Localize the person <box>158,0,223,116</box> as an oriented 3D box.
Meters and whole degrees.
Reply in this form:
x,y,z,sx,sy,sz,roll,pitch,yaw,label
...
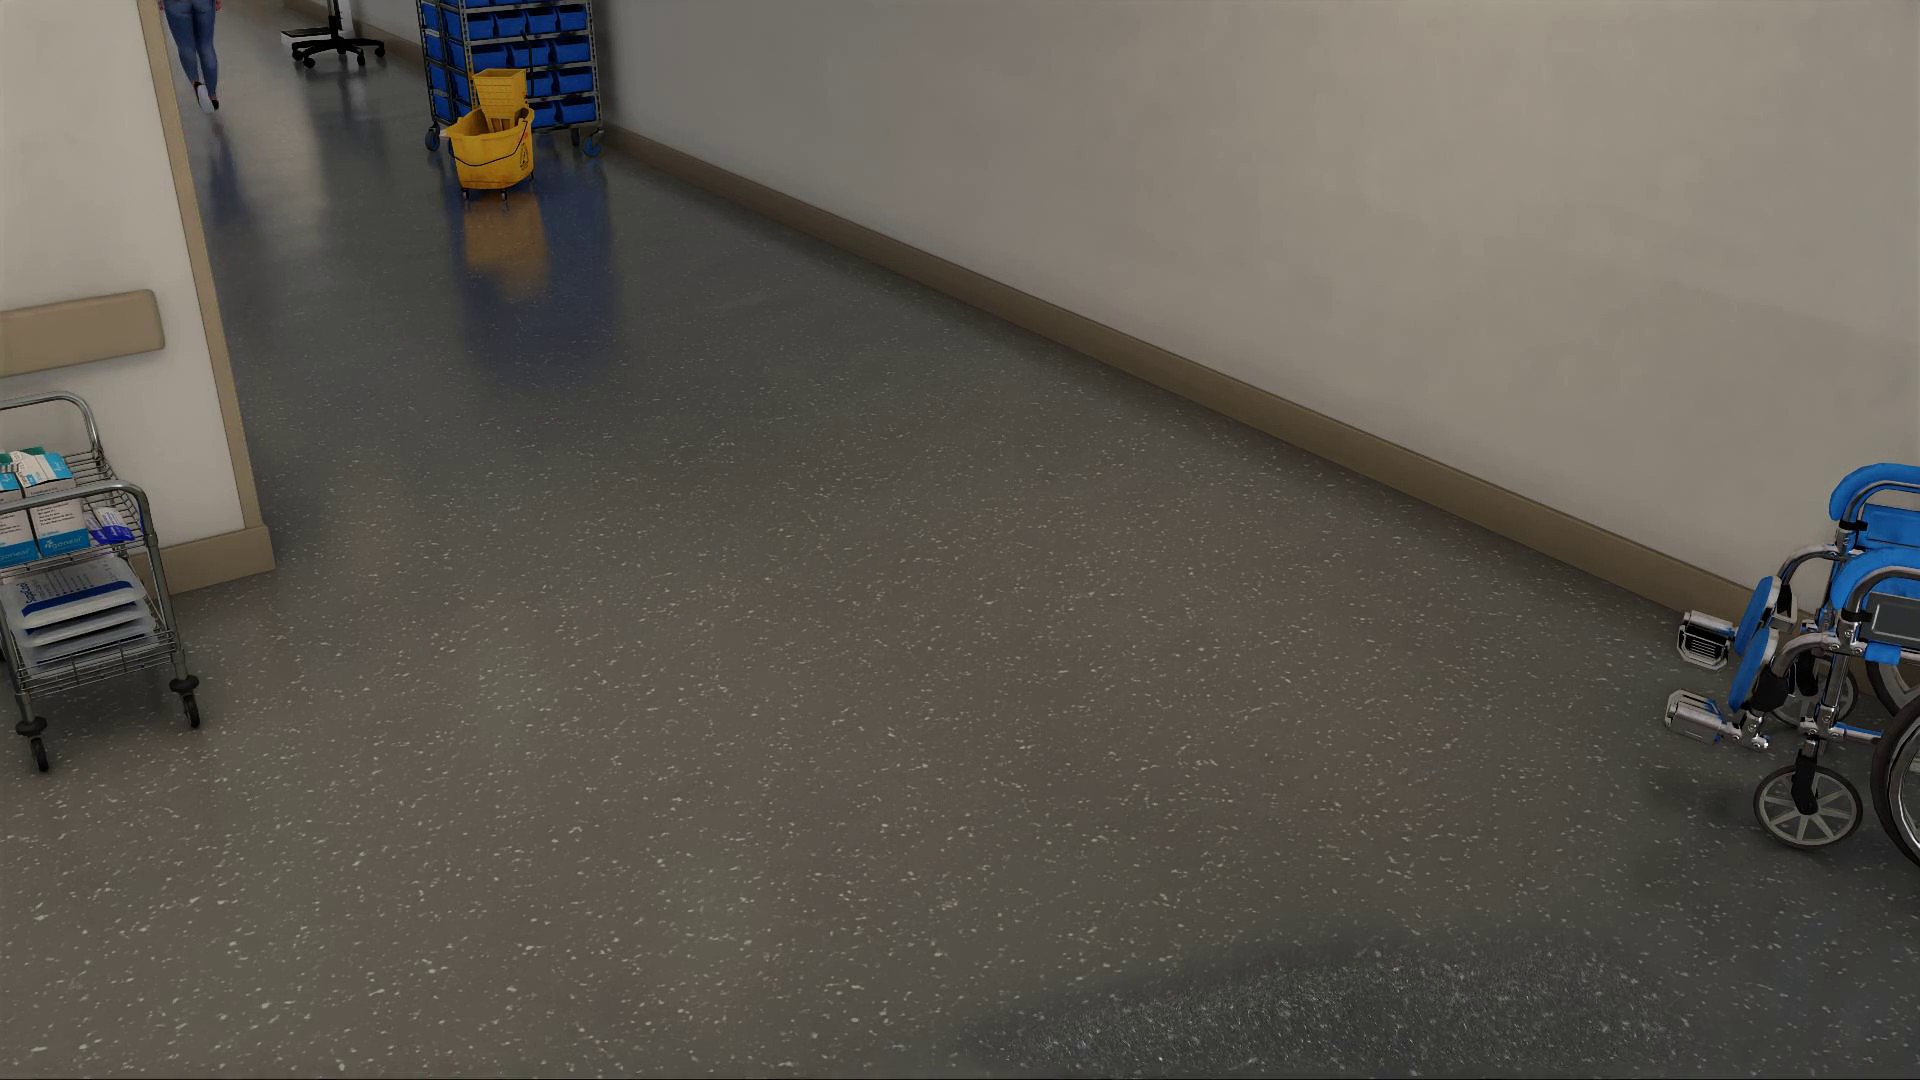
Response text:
x,y,z,sx,sy,sz,roll,pitch,yaw,label
-5.415,-3.797,11.685,1.013,1.671,0.778,-12,28,-23,person
